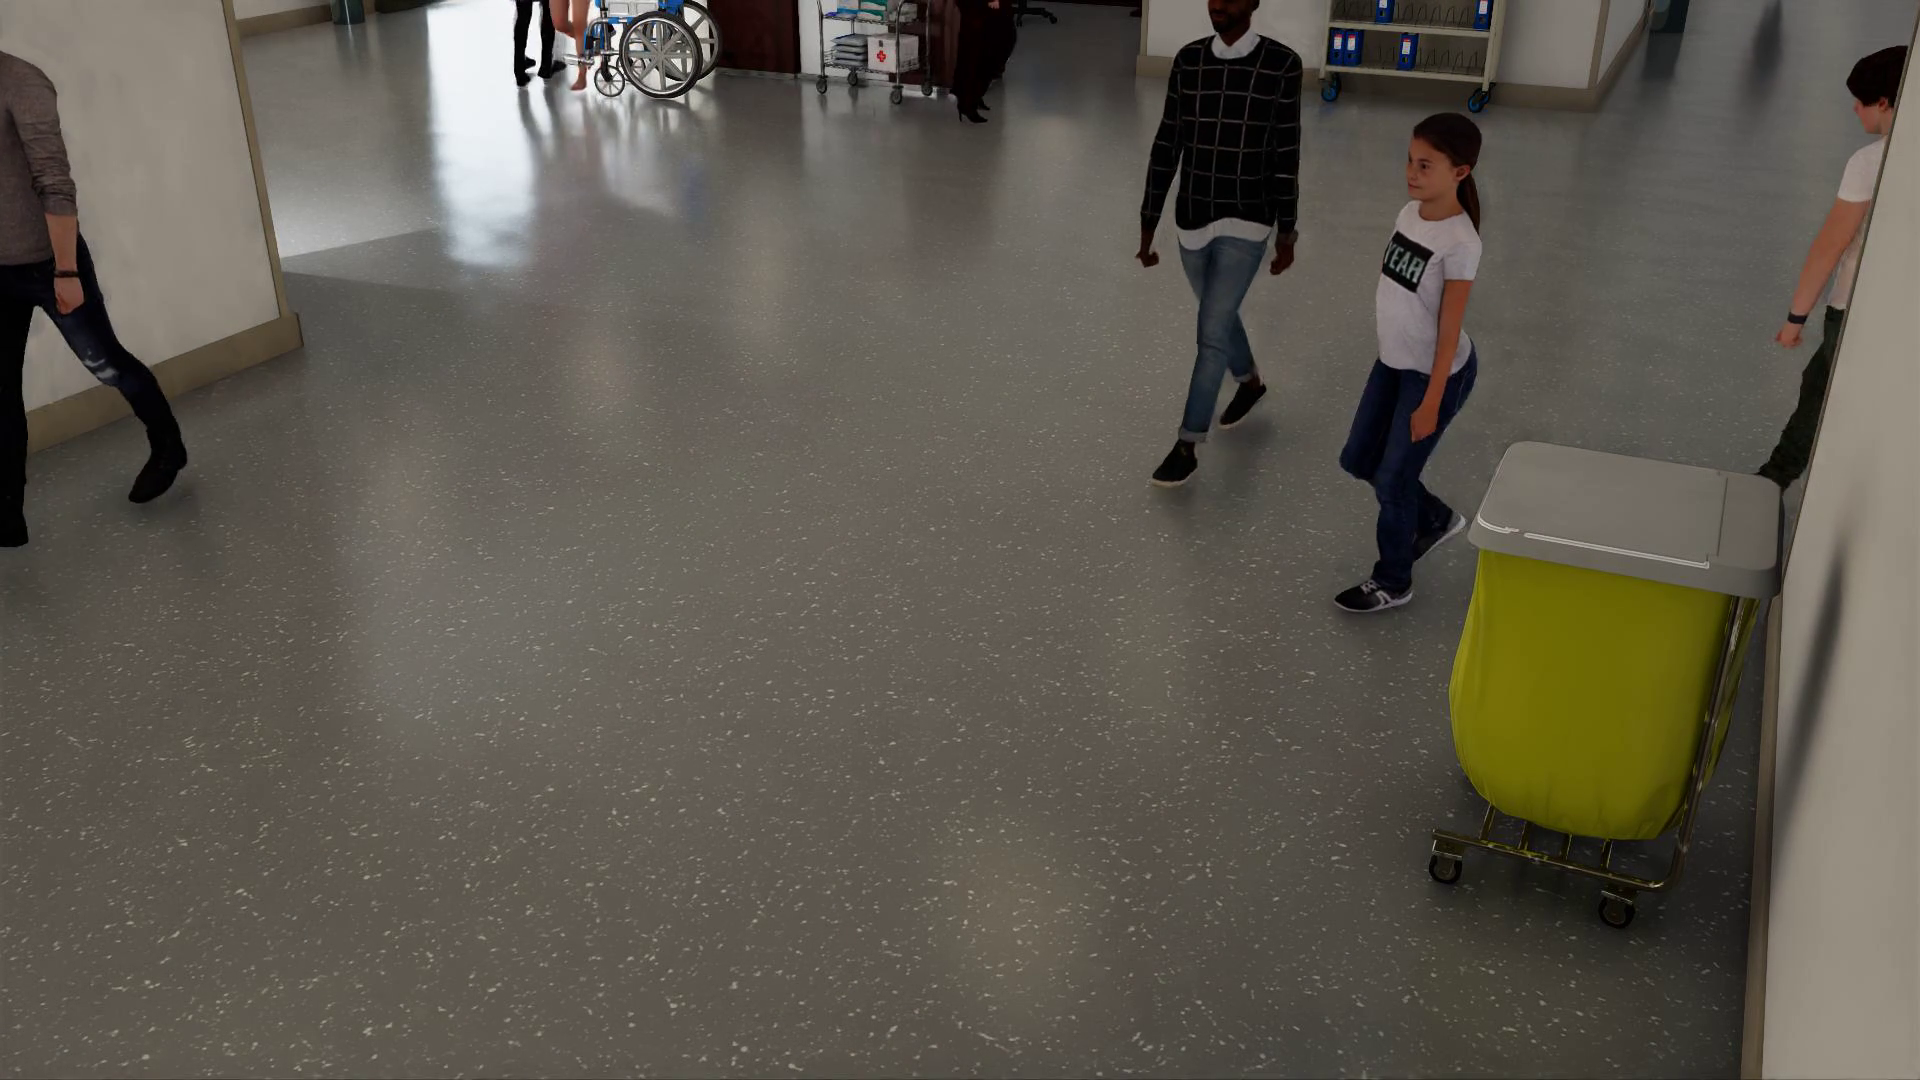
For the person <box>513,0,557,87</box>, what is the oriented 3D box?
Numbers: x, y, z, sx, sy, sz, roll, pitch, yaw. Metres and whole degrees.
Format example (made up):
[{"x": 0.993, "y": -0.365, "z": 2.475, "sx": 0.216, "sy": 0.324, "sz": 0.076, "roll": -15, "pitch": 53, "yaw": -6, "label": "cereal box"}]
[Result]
[{"x": -3.264, "y": -4.358, "z": 12.699, "sx": 0.768, "sy": 1.763, "sz": 0.844, "roll": 0, "pitch": 26, "yaw": -1, "label": "person"}]

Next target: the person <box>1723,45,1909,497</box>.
[{"x": 2.934, "y": -0.670, "z": 5.226, "sx": 0.995, "sy": 1.610, "sz": 1.100, "roll": -13, "pitch": 29, "yaw": -26, "label": "person"}]

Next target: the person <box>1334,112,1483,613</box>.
[{"x": 1.423, "y": -0.501, "z": 4.947, "sx": 0.817, "sy": 1.549, "sz": 0.753, "roll": -5, "pitch": 26, "yaw": -11, "label": "person"}]

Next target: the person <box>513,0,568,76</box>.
[{"x": -3.412, "y": -4.645, "z": 13.219, "sx": 0.578, "sy": 1.828, "sz": 0.770, "roll": 8, "pitch": 27, "yaw": 15, "label": "person"}]

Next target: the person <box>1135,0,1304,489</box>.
[{"x": 0.996, "y": -1.149, "z": 6.031, "sx": 1.202, "sy": 1.774, "sz": 0.890, "roll": 17, "pitch": 30, "yaw": 31, "label": "person"}]

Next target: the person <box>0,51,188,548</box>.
[{"x": -2.974, "y": -0.925, "z": 5.467, "sx": 1.173, "sy": 1.860, "sz": 0.883, "roll": 8, "pitch": 27, "yaw": 16, "label": "person"}]

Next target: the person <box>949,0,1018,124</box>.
[{"x": 0.051, "y": -3.768, "z": 11.491, "sx": 0.798, "sy": 1.749, "sz": 0.766, "roll": 3, "pitch": 26, "yaw": 6, "label": "person"}]

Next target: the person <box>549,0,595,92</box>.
[{"x": -2.952, "y": -4.344, "z": 12.754, "sx": 0.877, "sy": 1.690, "sz": 0.779, "roll": 5, "pitch": 26, "yaw": 10, "label": "person"}]
